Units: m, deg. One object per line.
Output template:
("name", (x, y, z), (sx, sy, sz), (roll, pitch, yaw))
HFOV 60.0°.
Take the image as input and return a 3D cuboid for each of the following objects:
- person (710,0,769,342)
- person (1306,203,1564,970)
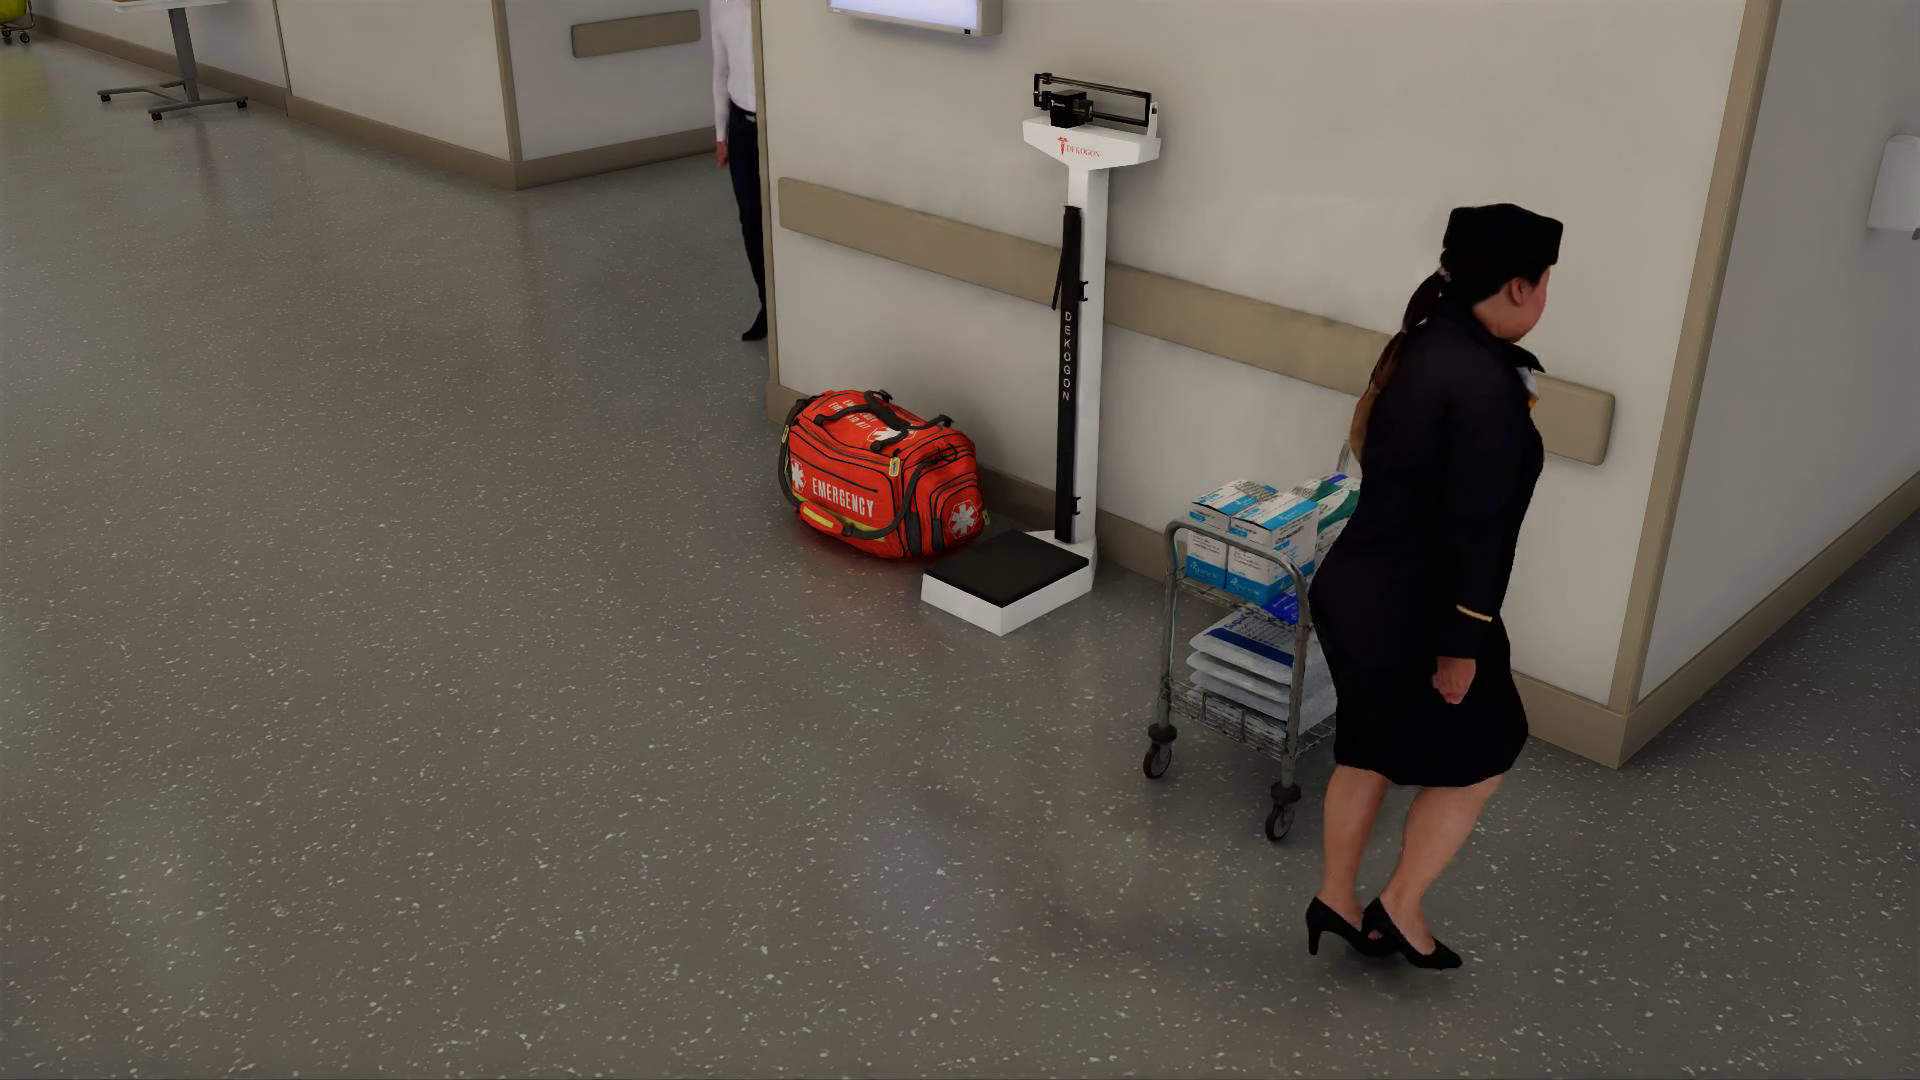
("person", (-0.790, -1.808, 7.236), (0.785, 1.851, 0.835), (10, 27, 20))
("person", (0.848, 0.159, 3.393), (0.930, 1.646, 0.846), (0, 26, -1))
